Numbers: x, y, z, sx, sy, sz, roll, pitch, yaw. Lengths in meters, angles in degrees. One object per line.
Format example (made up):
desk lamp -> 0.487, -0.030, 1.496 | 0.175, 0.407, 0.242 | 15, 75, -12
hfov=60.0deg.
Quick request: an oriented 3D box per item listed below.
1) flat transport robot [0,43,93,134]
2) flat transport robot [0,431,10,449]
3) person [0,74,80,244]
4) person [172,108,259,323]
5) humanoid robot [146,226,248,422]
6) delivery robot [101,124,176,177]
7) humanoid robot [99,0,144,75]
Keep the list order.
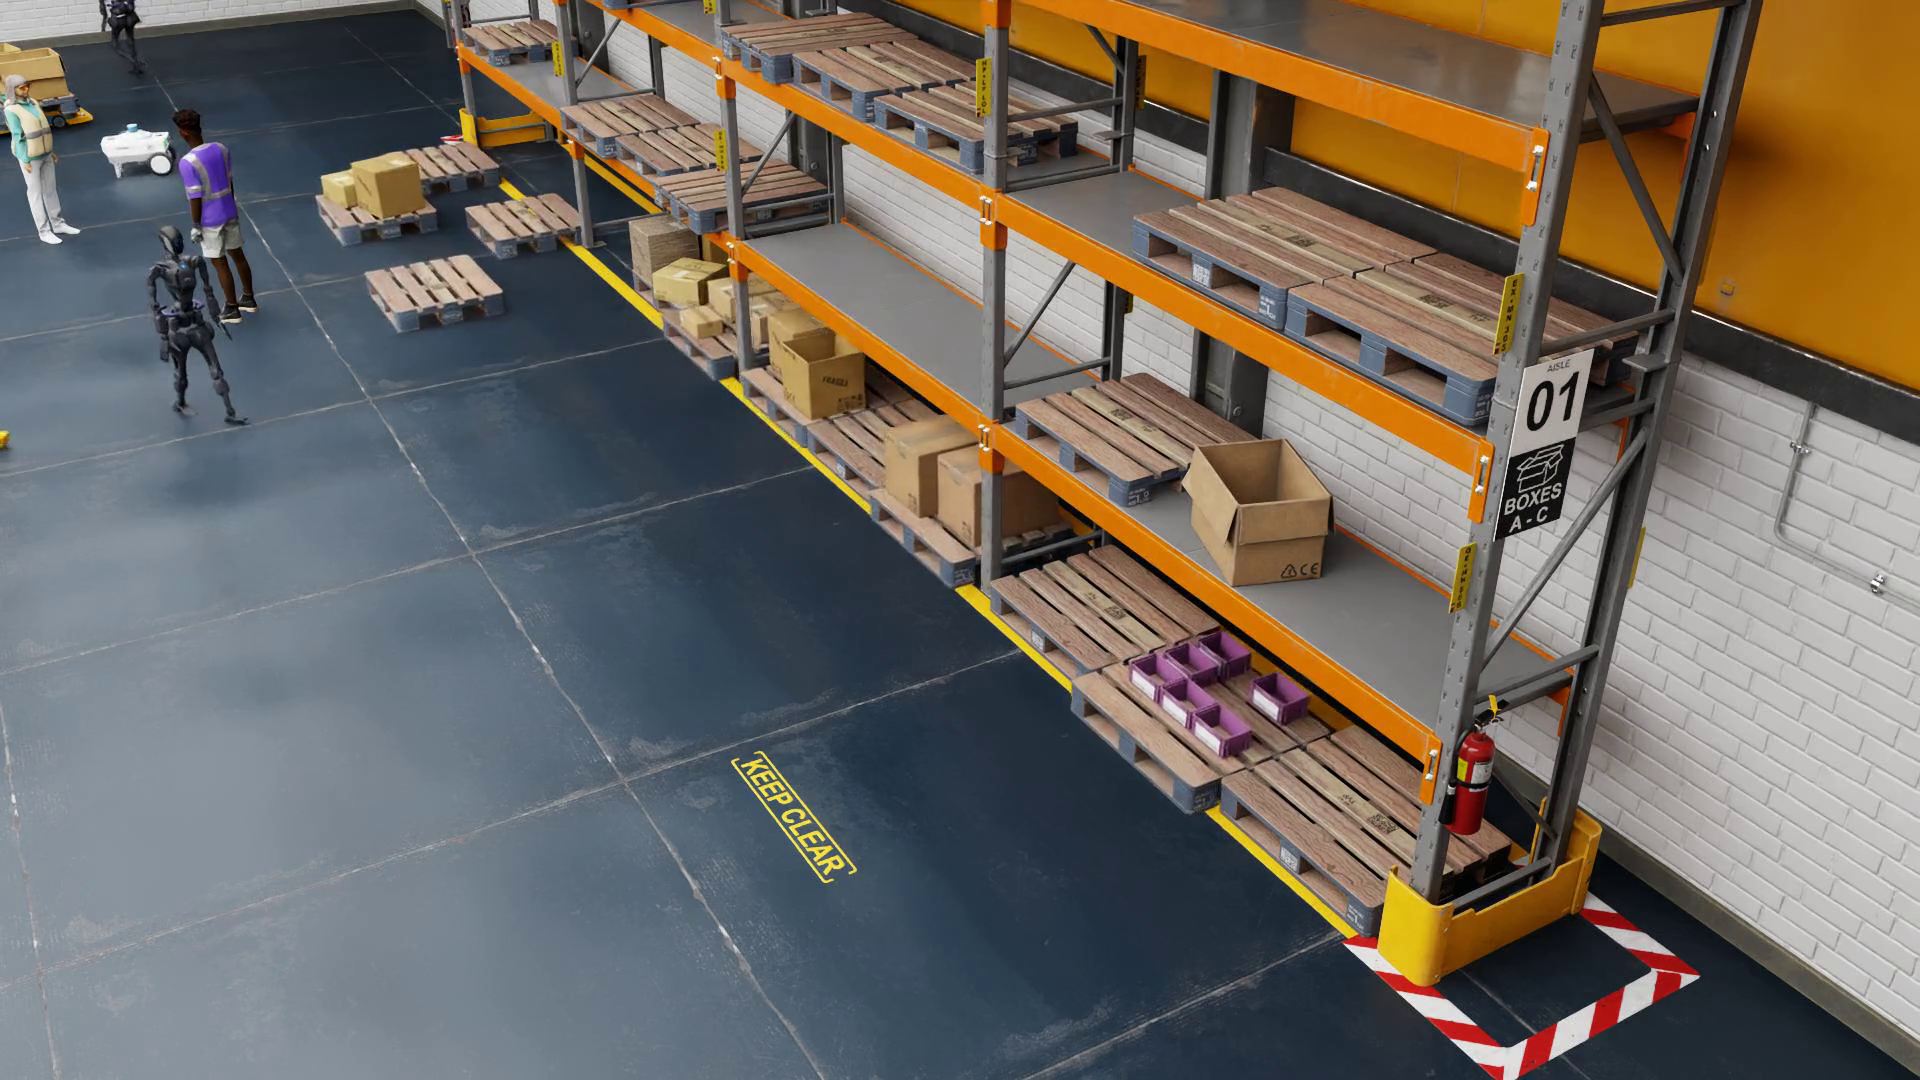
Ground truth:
flat transport robot -> -11.835, -5.331, 21.043 | 1.431, 0.231, 0.659 | -22, 36, -34
flat transport robot -> -7.819, -0.522, 12.553 | 0.659, 0.231, 1.431 | -2, 30, -4
person -> -9.505, -3.918, 17.087 | 0.365, 1.709, 0.465 | 4, 30, 7
person -> -6.782, -2.941, 15.112 | 0.372, 1.958, 0.600 | 8, 30, 13
humanoid robot -> -6.151, -1.702, 13.255 | 0.790, 1.621, 0.600 | 18, 34, 28
delivery robot -> -9.528, -4.527, 19.335 | 0.767, 0.596, 0.500 | -10, 31, -17
humanoid robot -> -11.650, -7.308, 23.102 | 0.375, 1.642, 0.610 | 12, 32, 19
